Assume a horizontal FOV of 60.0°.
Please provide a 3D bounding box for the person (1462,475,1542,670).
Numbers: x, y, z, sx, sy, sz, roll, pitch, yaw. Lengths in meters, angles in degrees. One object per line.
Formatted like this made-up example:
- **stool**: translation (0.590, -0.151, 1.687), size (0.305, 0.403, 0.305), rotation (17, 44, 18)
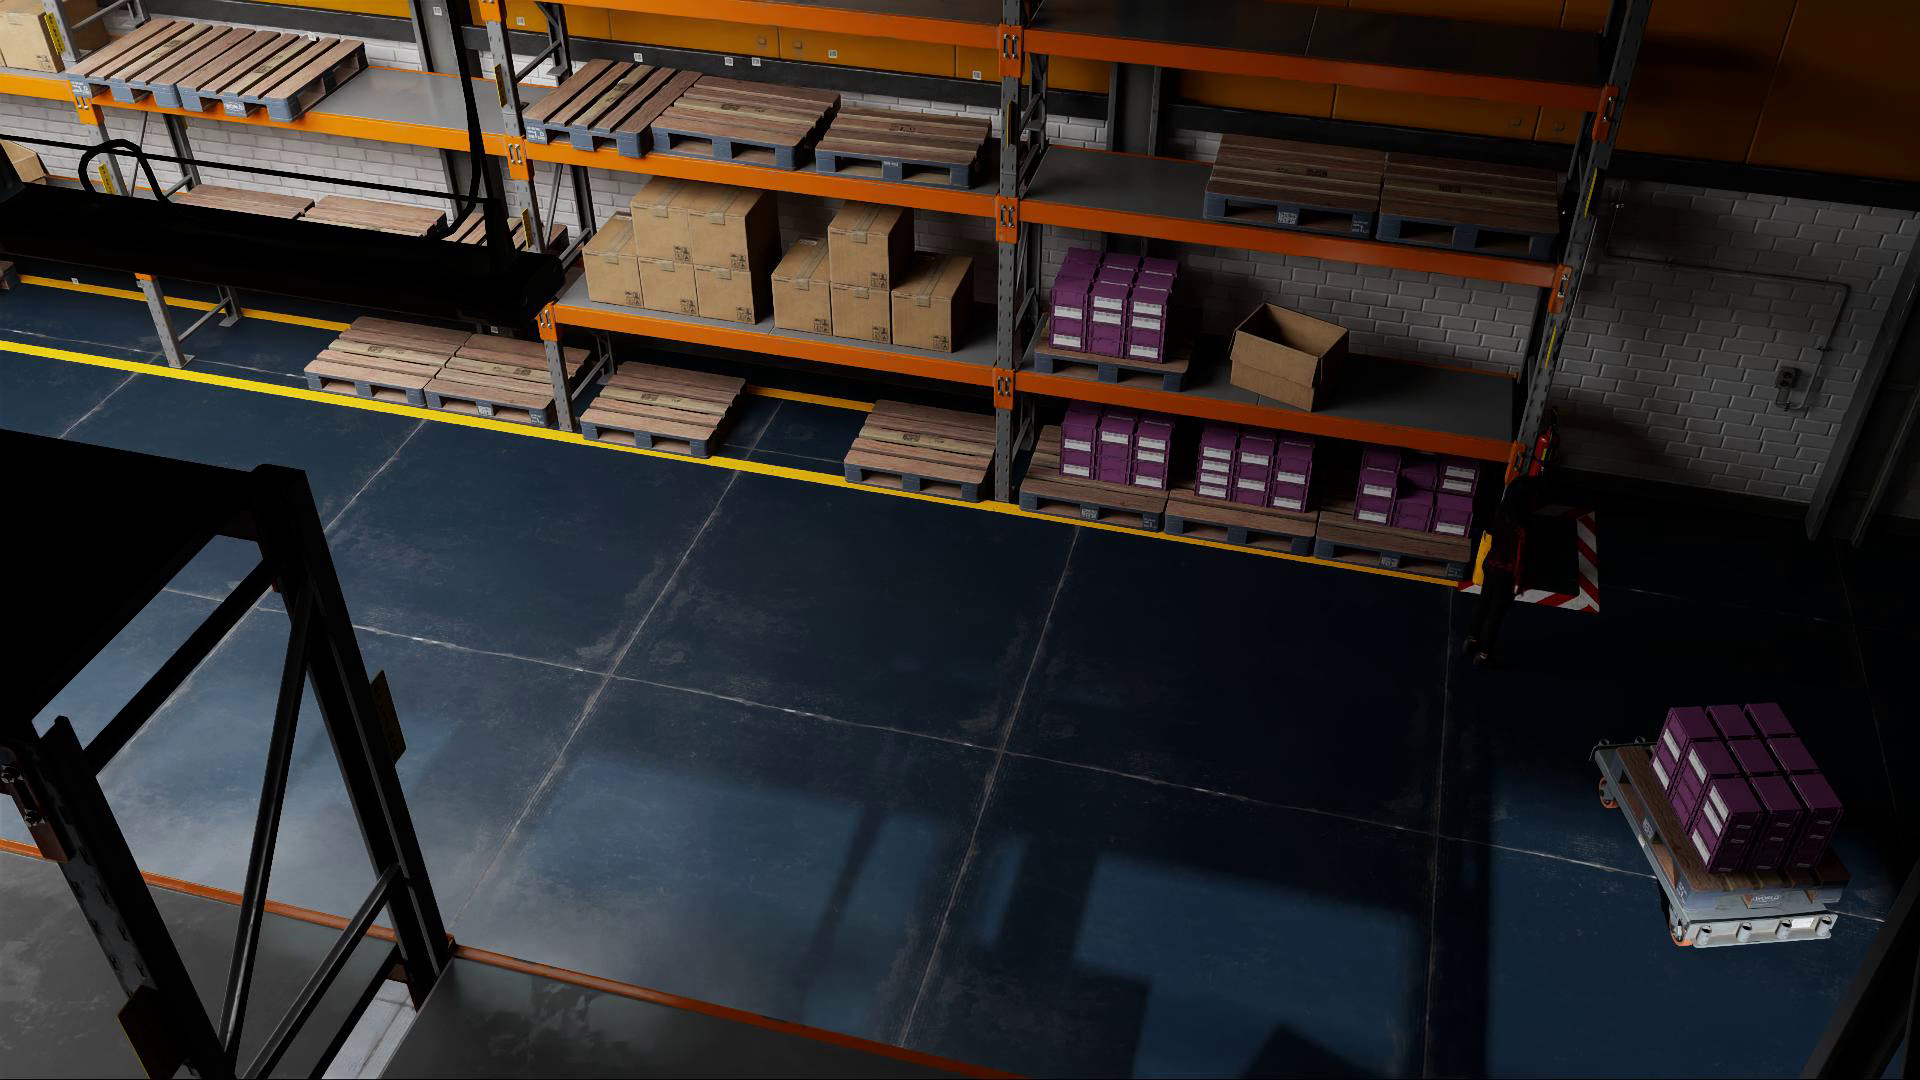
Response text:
- **person**: translation (3.901, 0.225, 11.991), size (0.645, 1.658, 0.656), rotation (-5, 39, -7)
